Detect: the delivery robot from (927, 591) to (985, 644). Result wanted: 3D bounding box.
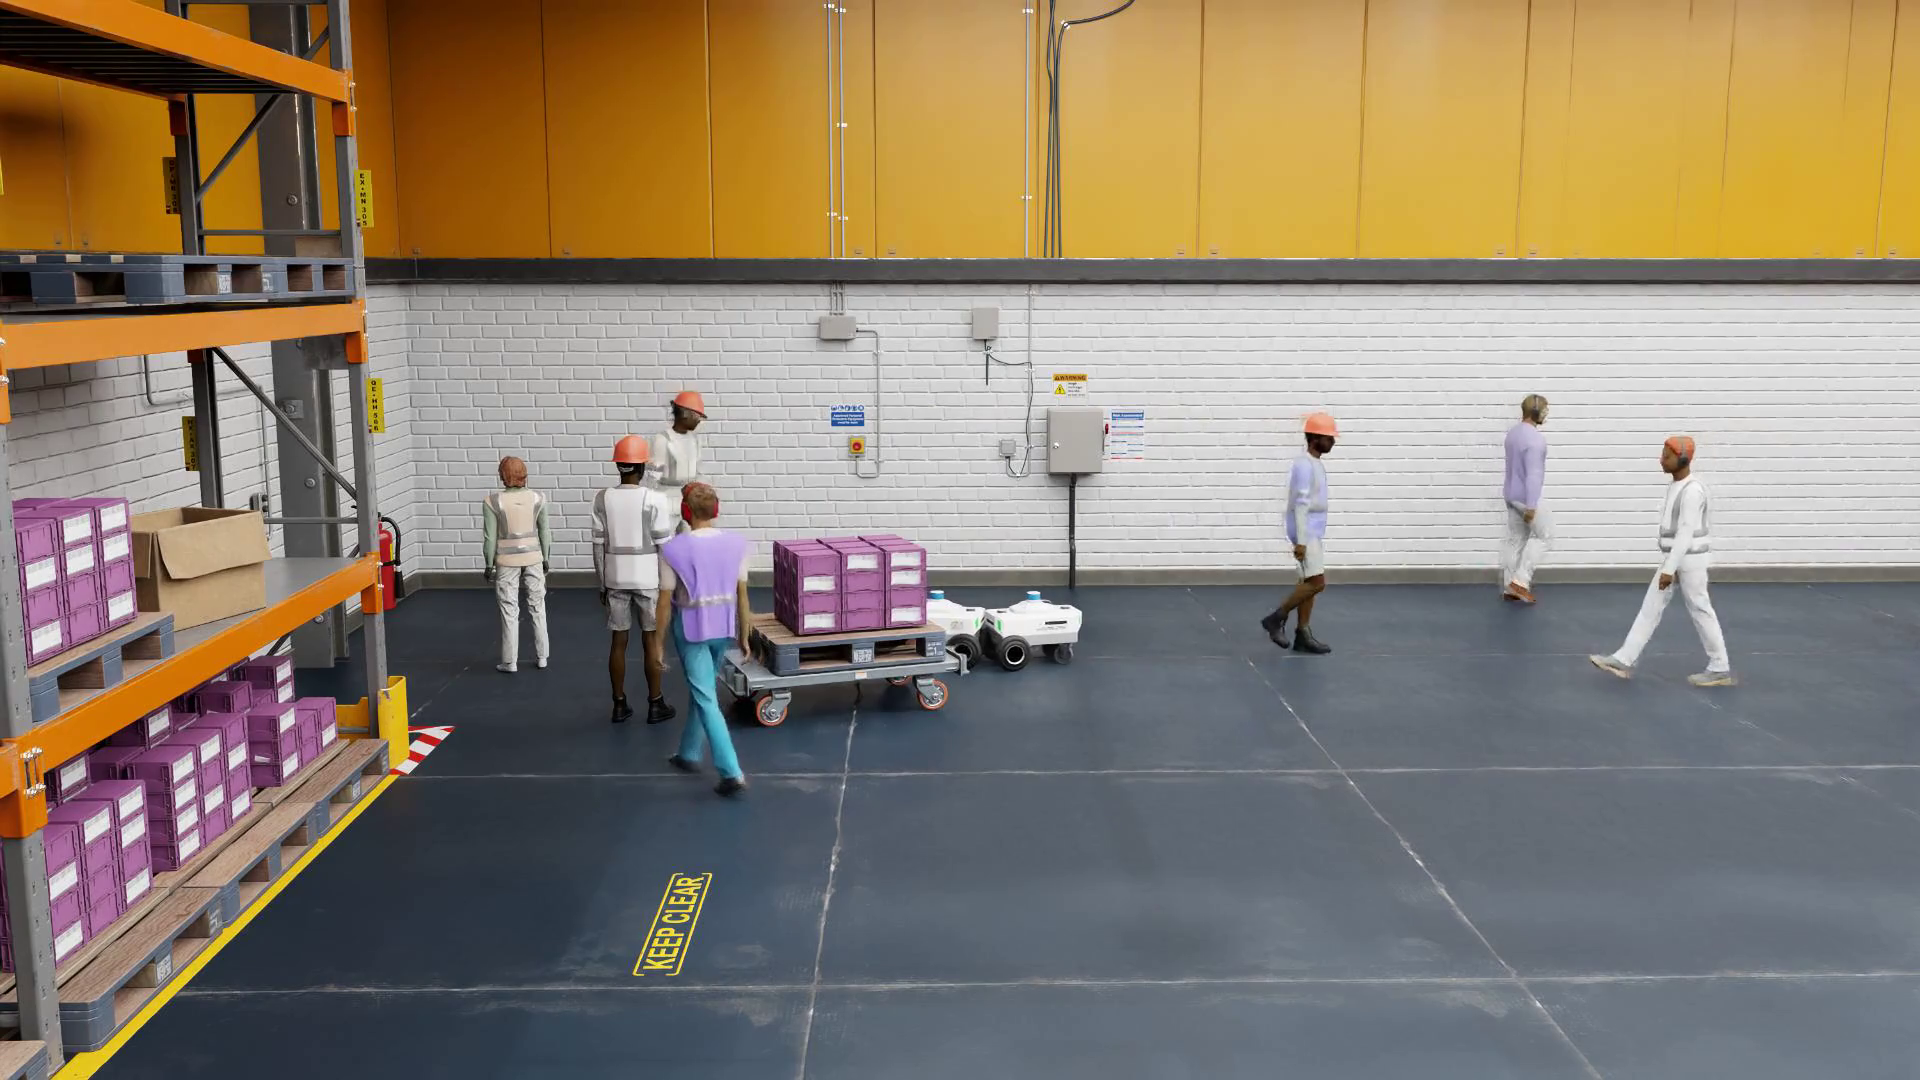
[{"bbox_3d":[-0.173,0.633,12.799,0.707,0.478,0.477,1,9,9],"label":"delivery robot"}]

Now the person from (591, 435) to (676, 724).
[{"bbox_3d":[-2.170,0.268,11.098,0.545,1.938,0.358,1,9,8],"label":"person"}]

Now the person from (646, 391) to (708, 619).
[{"bbox_3d":[-2.470,-0.274,14.269,0.532,1.995,0.686,5,11,29],"label":"person"}]

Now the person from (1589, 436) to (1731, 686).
[{"bbox_3d":[5.190,0.165,12.083,0.992,1.824,0.585,1,9,7],"label":"person"}]

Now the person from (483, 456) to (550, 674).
[{"bbox_3d":[-3.323,0.189,12.499,0.513,1.639,0.309,-6,11,-33],"label":"person"}]

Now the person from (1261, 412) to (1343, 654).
[{"bbox_3d":[2.739,-0.049,13.099,0.489,1.918,0.571,4,10,23],"label":"person"}]

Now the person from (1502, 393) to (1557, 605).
[{"bbox_3d":[5.127,-0.359,15.000,0.438,1.926,0.633,-1,9,-7],"label":"person"}]

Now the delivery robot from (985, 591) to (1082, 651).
[{"bbox_3d":[0.566,0.638,12.768,0.707,0.478,0.477,-3,10,-17],"label":"delivery robot"}]

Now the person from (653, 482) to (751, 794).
[{"bbox_3d":[-1.498,0.559,9.742,0.579,1.804,0.935,-8,12,-40],"label":"person"}]
